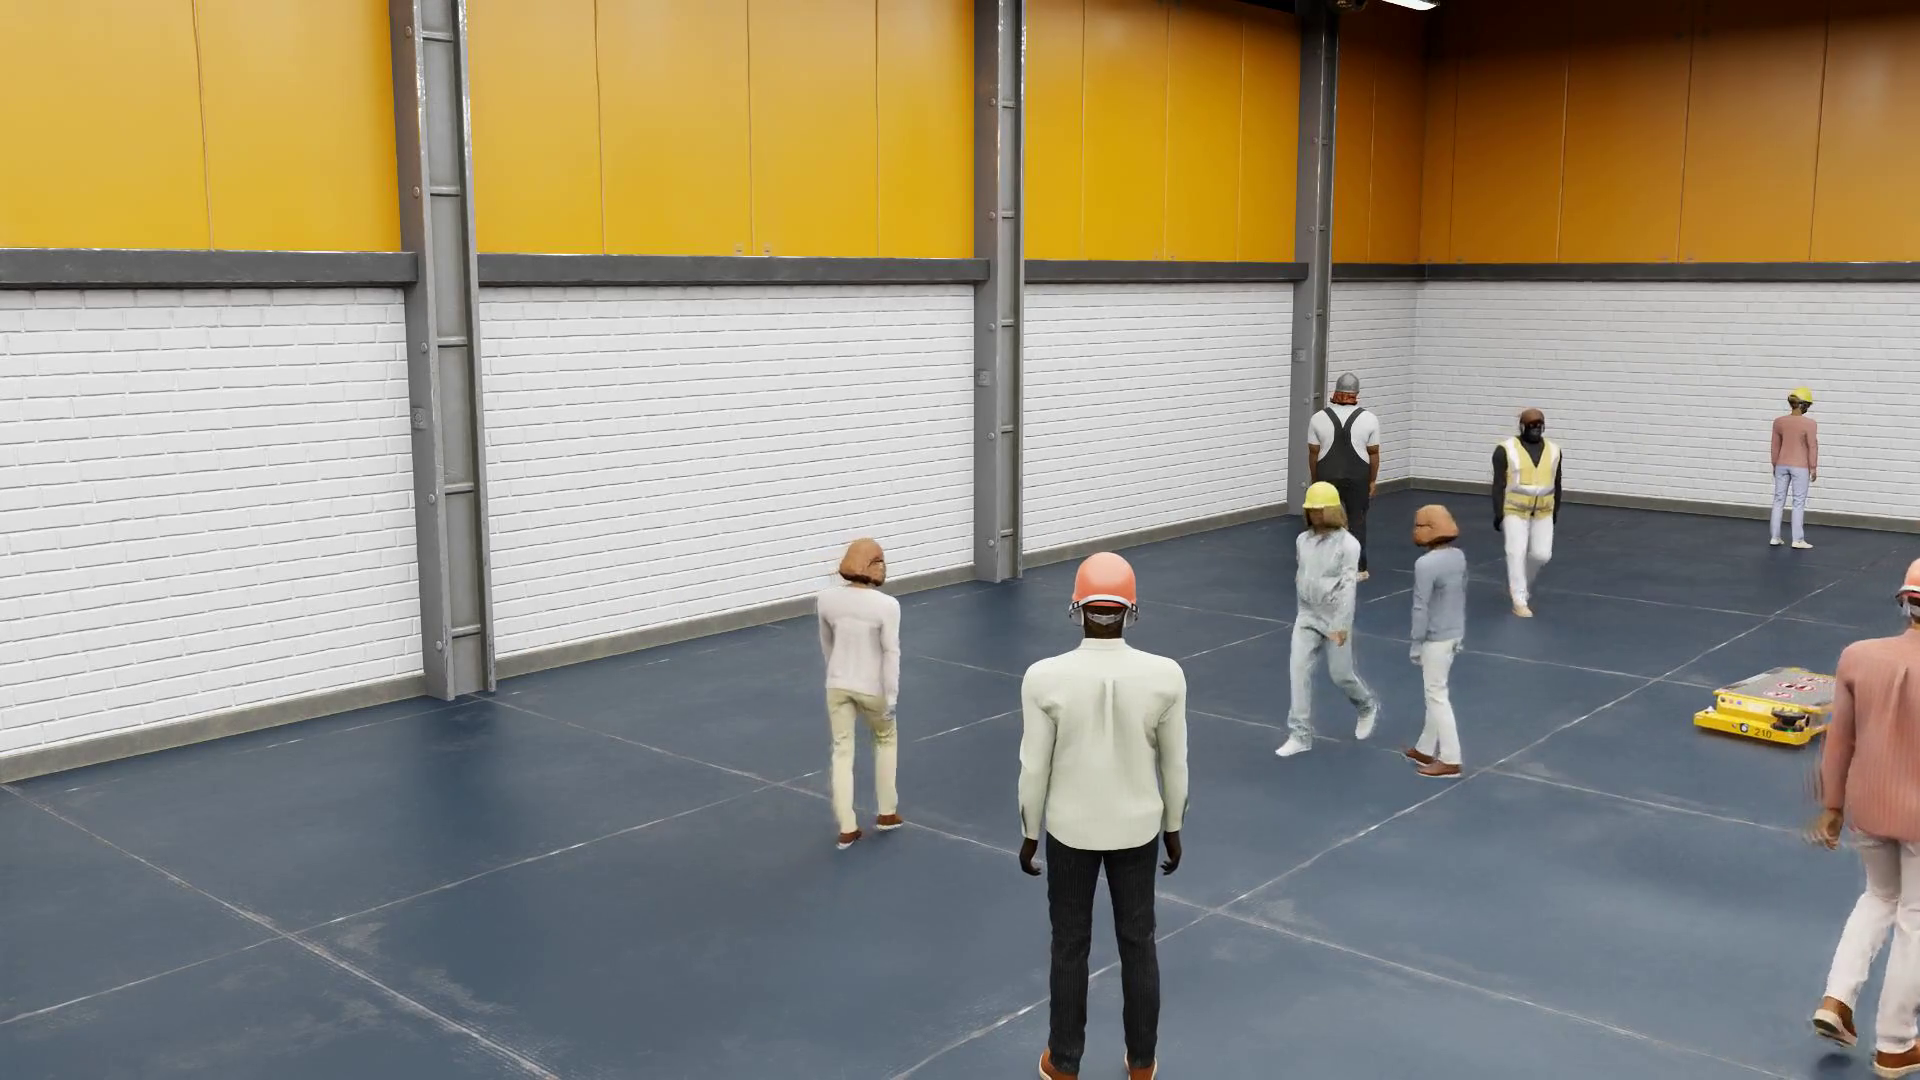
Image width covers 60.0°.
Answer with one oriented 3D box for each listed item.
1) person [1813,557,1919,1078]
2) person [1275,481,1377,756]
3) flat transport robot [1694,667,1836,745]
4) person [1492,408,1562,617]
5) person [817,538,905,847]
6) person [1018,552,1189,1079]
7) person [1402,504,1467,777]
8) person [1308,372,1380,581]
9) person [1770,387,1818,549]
[{"bbox_3d":[3.529,1.016,6.147,0.431,1.978,0.629,-5,10,-29],"label":"person"},{"bbox_3d":[2.317,0.475,10.397,0.749,1.717,0.483,-8,12,-43],"label":"person"},{"bbox_3d":[5.543,1.085,11.086,1.431,0.197,0.652,-8,12,-41],"label":"flat transport robot"},{"bbox_3d":[4.969,-0.255,14.635,0.631,1.827,0.553,0,9,-2],"label":"person"},{"bbox_3d":[-0.505,0.783,8.806,0.499,1.607,0.633,3,10,19],"label":"person"},{"bbox_3d":[0.514,1.032,6.020,0.622,1.993,0.381,-1,9,-6],"label":"person"},{"bbox_3d":[2.827,0.595,9.956,0.508,1.608,0.502,8,12,42],"label":"person"},{"bbox_3d":[3.753,-0.621,16.257,0.685,2.000,0.538,3,10,18],"label":"person"},{"bbox_3d":[9.115,-0.783,18.165,0.327,1.760,0.523,-5,11,-30],"label":"person"}]
